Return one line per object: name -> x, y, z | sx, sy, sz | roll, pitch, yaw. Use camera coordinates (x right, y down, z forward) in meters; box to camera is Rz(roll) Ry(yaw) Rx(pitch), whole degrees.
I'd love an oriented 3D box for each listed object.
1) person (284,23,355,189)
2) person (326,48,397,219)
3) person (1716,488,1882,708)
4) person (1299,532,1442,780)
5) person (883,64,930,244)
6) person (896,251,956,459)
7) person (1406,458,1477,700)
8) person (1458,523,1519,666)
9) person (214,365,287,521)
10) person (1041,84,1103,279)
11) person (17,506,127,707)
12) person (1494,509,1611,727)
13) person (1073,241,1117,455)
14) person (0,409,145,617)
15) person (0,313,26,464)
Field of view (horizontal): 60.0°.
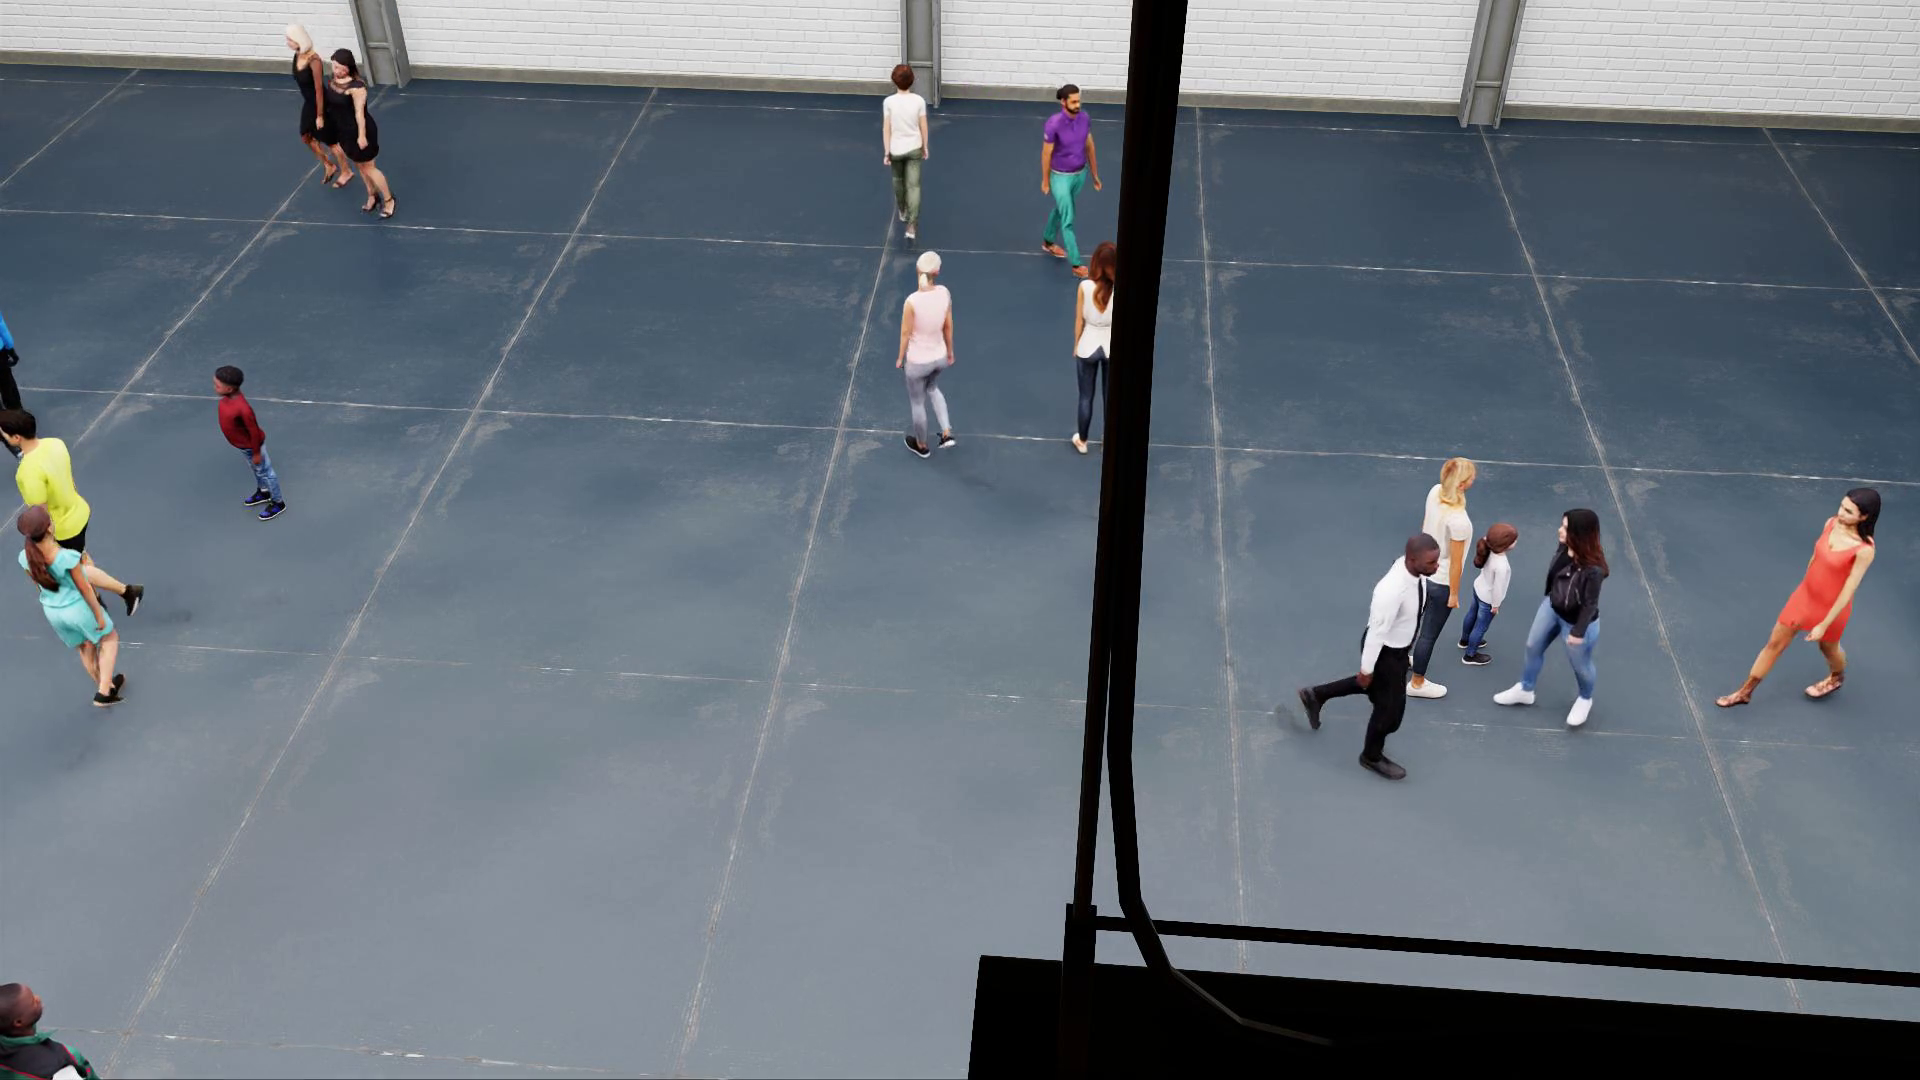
person -> -6.112, -4.201, 16.101 | 0.817, 1.721, 0.751 | -28, 46, -30
person -> -5.692, -3.854, 15.688 | 0.813, 1.693, 0.778 | -12, 40, -14
person -> 5.452, 0.403, 10.373 | 1.197, 1.674, 0.899 | -12, 40, -15
person -> 2.477, 0.632, 9.977 | 1.127, 1.811, 0.939 | 23, 44, 26
person -> -0.494, -3.539, 15.352 | 1.084, 1.621, 0.729 | -2, 39, -2
person -> -0.200, -1.329, 12.514 | 0.786, 1.708, 0.838 | -26, 45, -29
person -> 2.993, 0.225, 10.488 | 0.605, 1.809, 0.648 | -8, 39, -10
person -> 3.462, 0.326, 10.920 | 0.492, 1.112, 0.461 | -2, 39, -3
person -> -5.189, -0.743, 12.144 | 0.643, 1.254, 0.583 | -27, 46, -30
person -> 0.904, -3.286, 14.949 | 1.090, 1.729, 1.131 | -27, 46, -29
person -> -5.567, 0.480, 10.375 | 0.630, 1.552, 0.635 | 1, 39, 1
person -> 3.844, 0.475, 10.337 | 0.911, 1.605, 0.783 | -11, 40, -13
person -> 1.067, -1.435, 12.588 | 0.481, 1.782, 0.648 | 0, 39, 1
person -> -5.888, -0.155, 11.060 | 0.901, 1.689, 0.678 | -1, 39, -1
person -> -7.356, -1.377, 12.528 | 1.123, 1.766, 1.139 | -25, 45, -28
